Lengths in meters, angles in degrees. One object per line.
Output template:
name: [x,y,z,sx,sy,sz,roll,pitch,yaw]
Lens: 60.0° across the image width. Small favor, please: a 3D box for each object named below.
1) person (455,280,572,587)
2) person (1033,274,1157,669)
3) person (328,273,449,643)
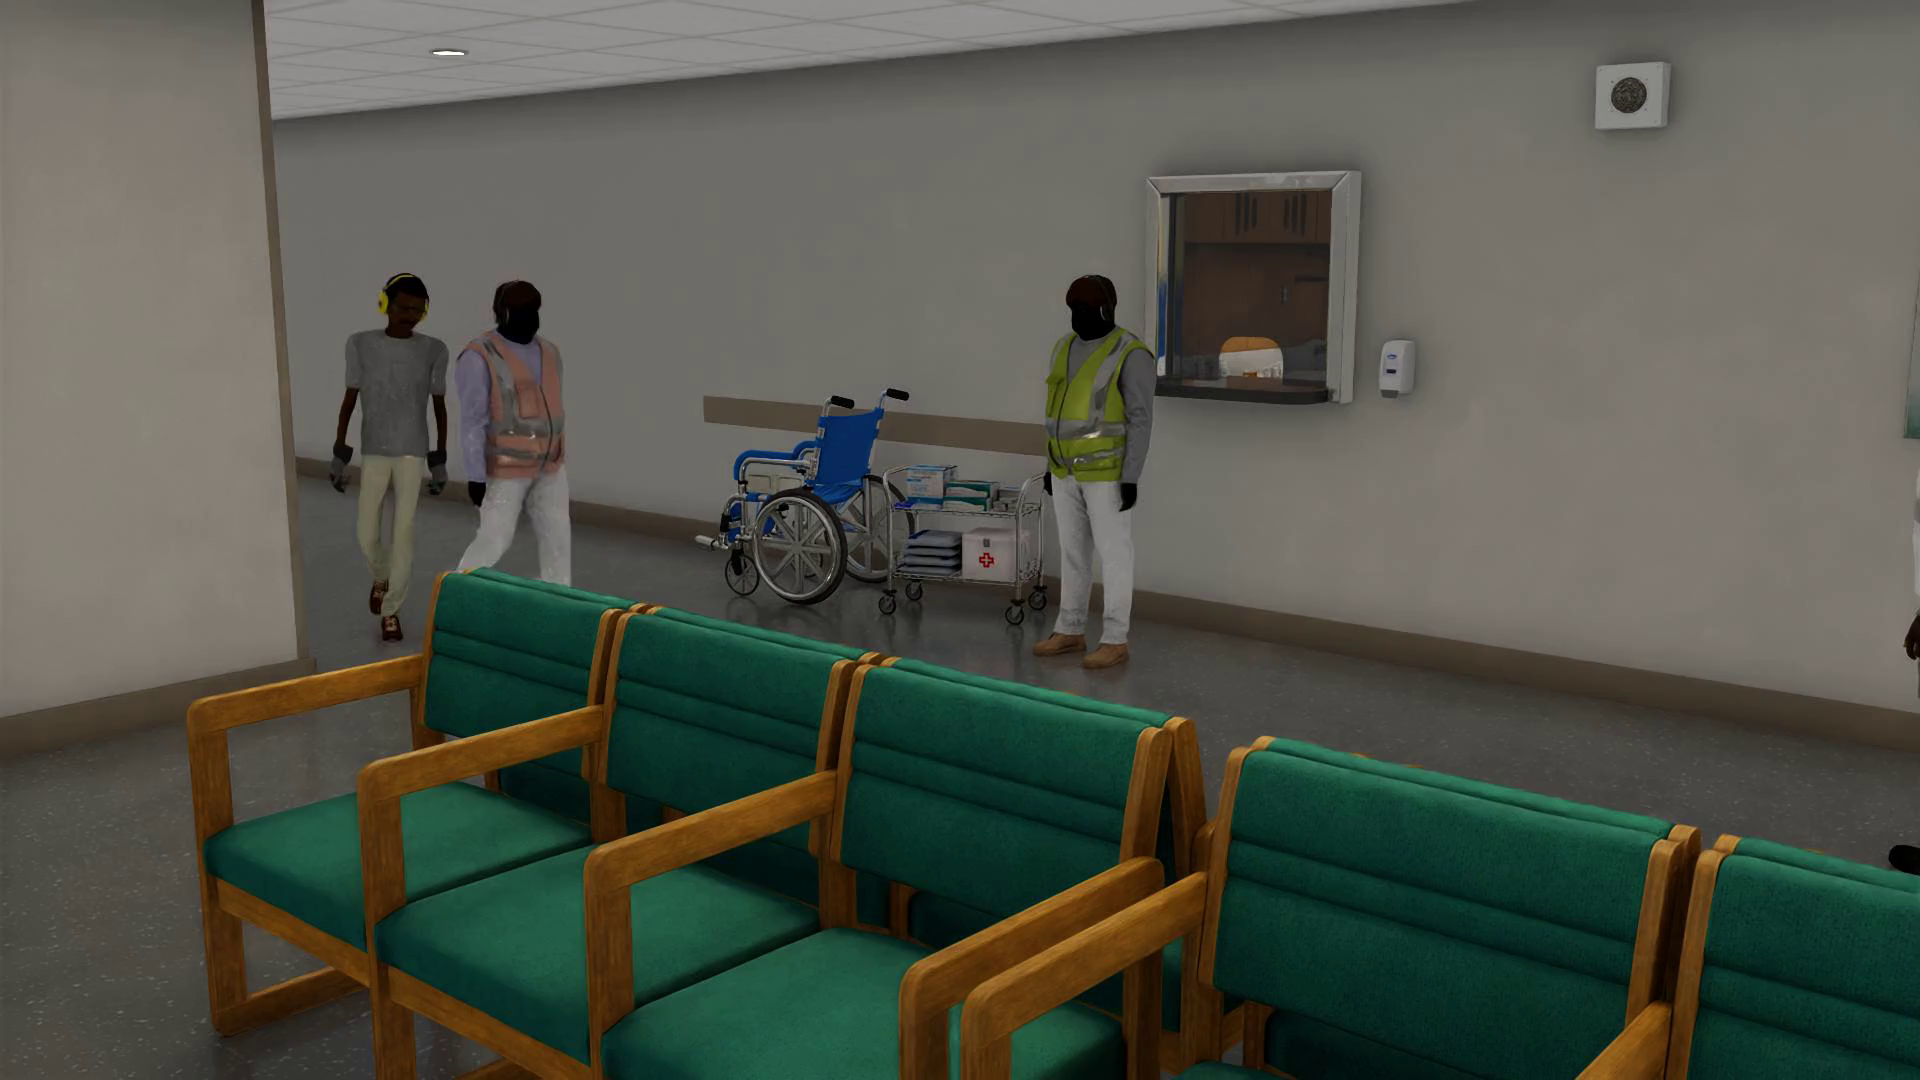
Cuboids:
person: [-2.233,-0.376,8.230,0.867,1.816,0.636,6,12,33]
person: [0.612,-0.319,7.821,0.430,1.839,0.619,-8,13,-39]
person: [-2.870,-0.424,8.398,0.608,1.837,0.552,-3,10,-16]
